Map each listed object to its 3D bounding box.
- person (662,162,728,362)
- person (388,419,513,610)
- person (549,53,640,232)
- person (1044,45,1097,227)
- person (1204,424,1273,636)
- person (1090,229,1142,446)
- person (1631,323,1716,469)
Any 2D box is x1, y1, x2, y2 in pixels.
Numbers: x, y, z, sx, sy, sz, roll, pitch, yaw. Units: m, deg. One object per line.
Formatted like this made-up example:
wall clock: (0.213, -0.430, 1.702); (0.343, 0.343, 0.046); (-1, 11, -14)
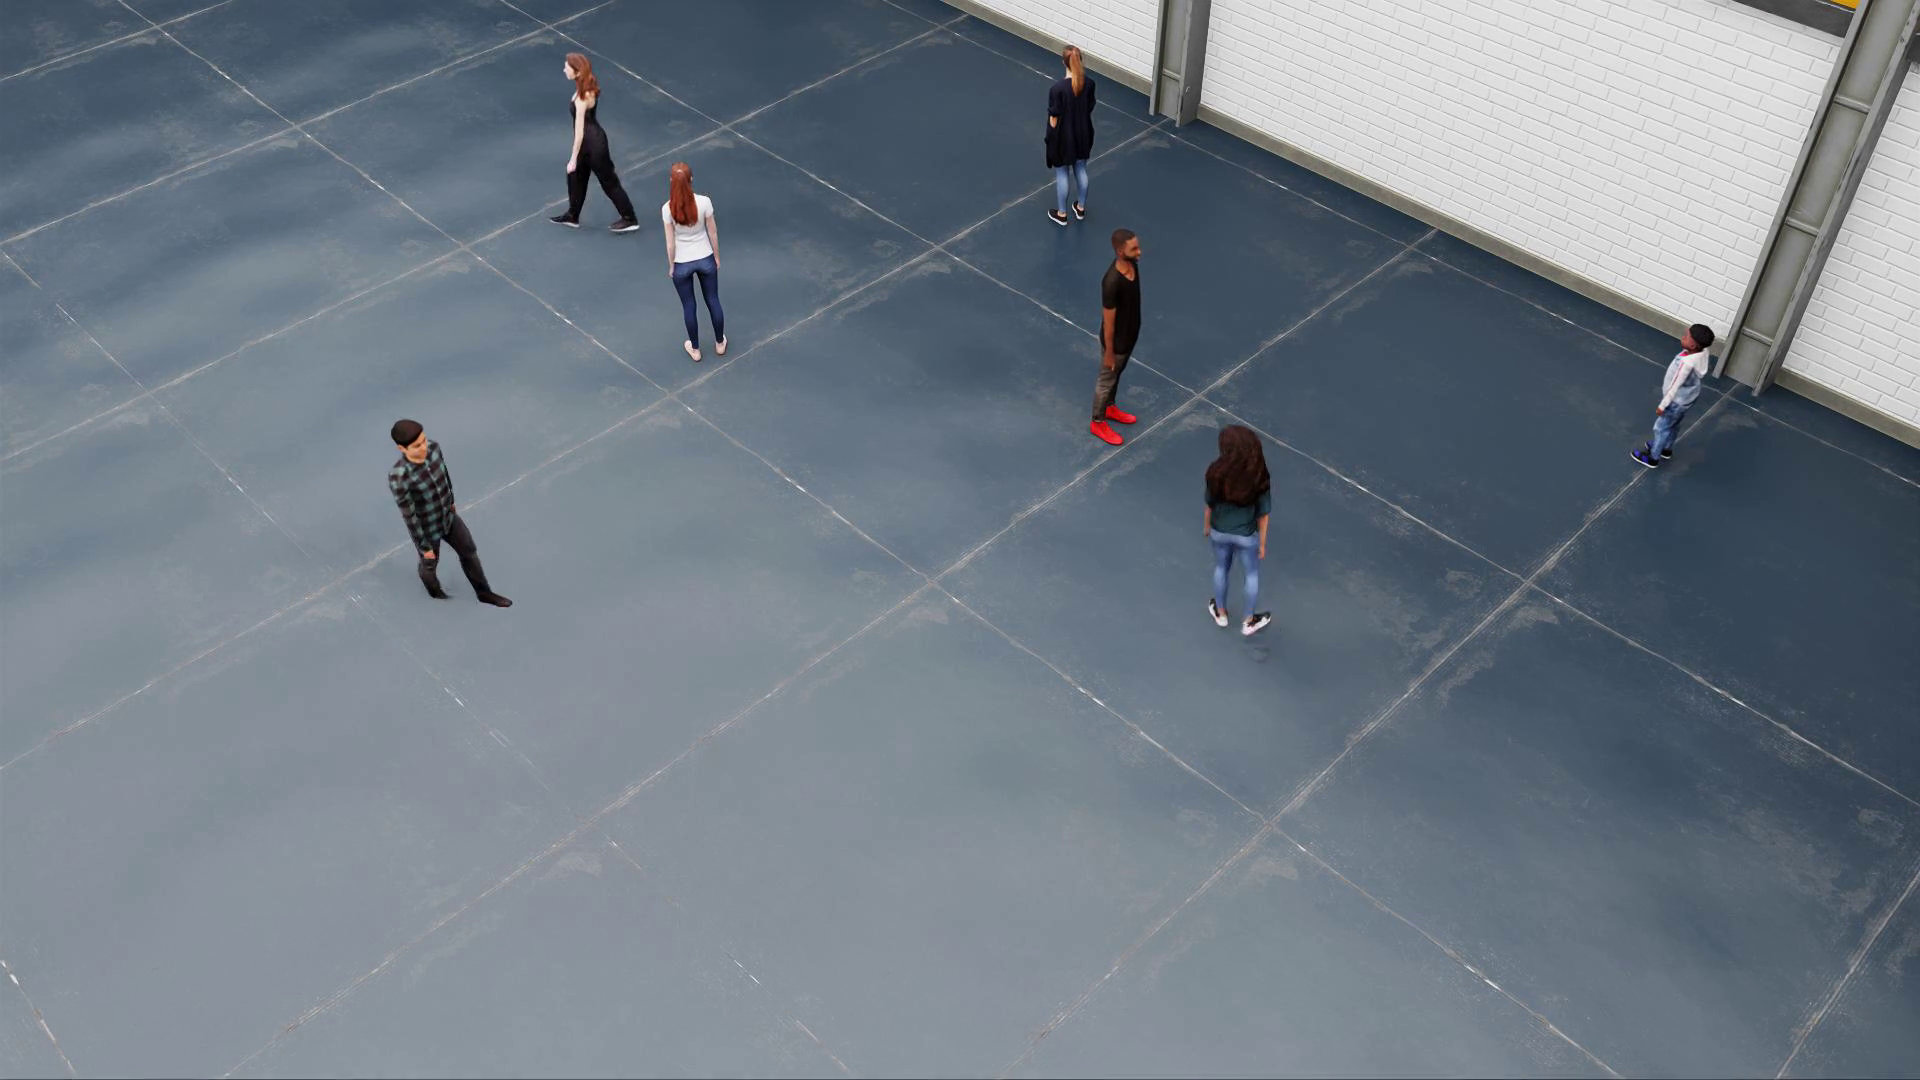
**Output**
person: (-2.115, -2.200, 13.195); (0.642, 1.738, 0.656); (-13, 45, -13)
person: (-3.615, -0.180, 11.233); (0.973, 1.696, 0.864); (19, 47, 19)
person: (-3.091, -3.423, 14.497); (0.982, 1.714, 1.032); (-9, 44, -9)
person: (0.980, -3.560, 14.660); (0.706, 1.687, 0.690); (-17, 46, -17)
person: (1.842, -0.029, 11.023); (0.762, 1.590, 0.895); (21, 48, 21)
person: (1.182, -1.554, 12.468); (0.651, 1.805, 0.716); (18, 46, 18)
person: (5.359, -1.085, 12.370); (0.479, 1.262, 0.497); (-33, 53, -30)
